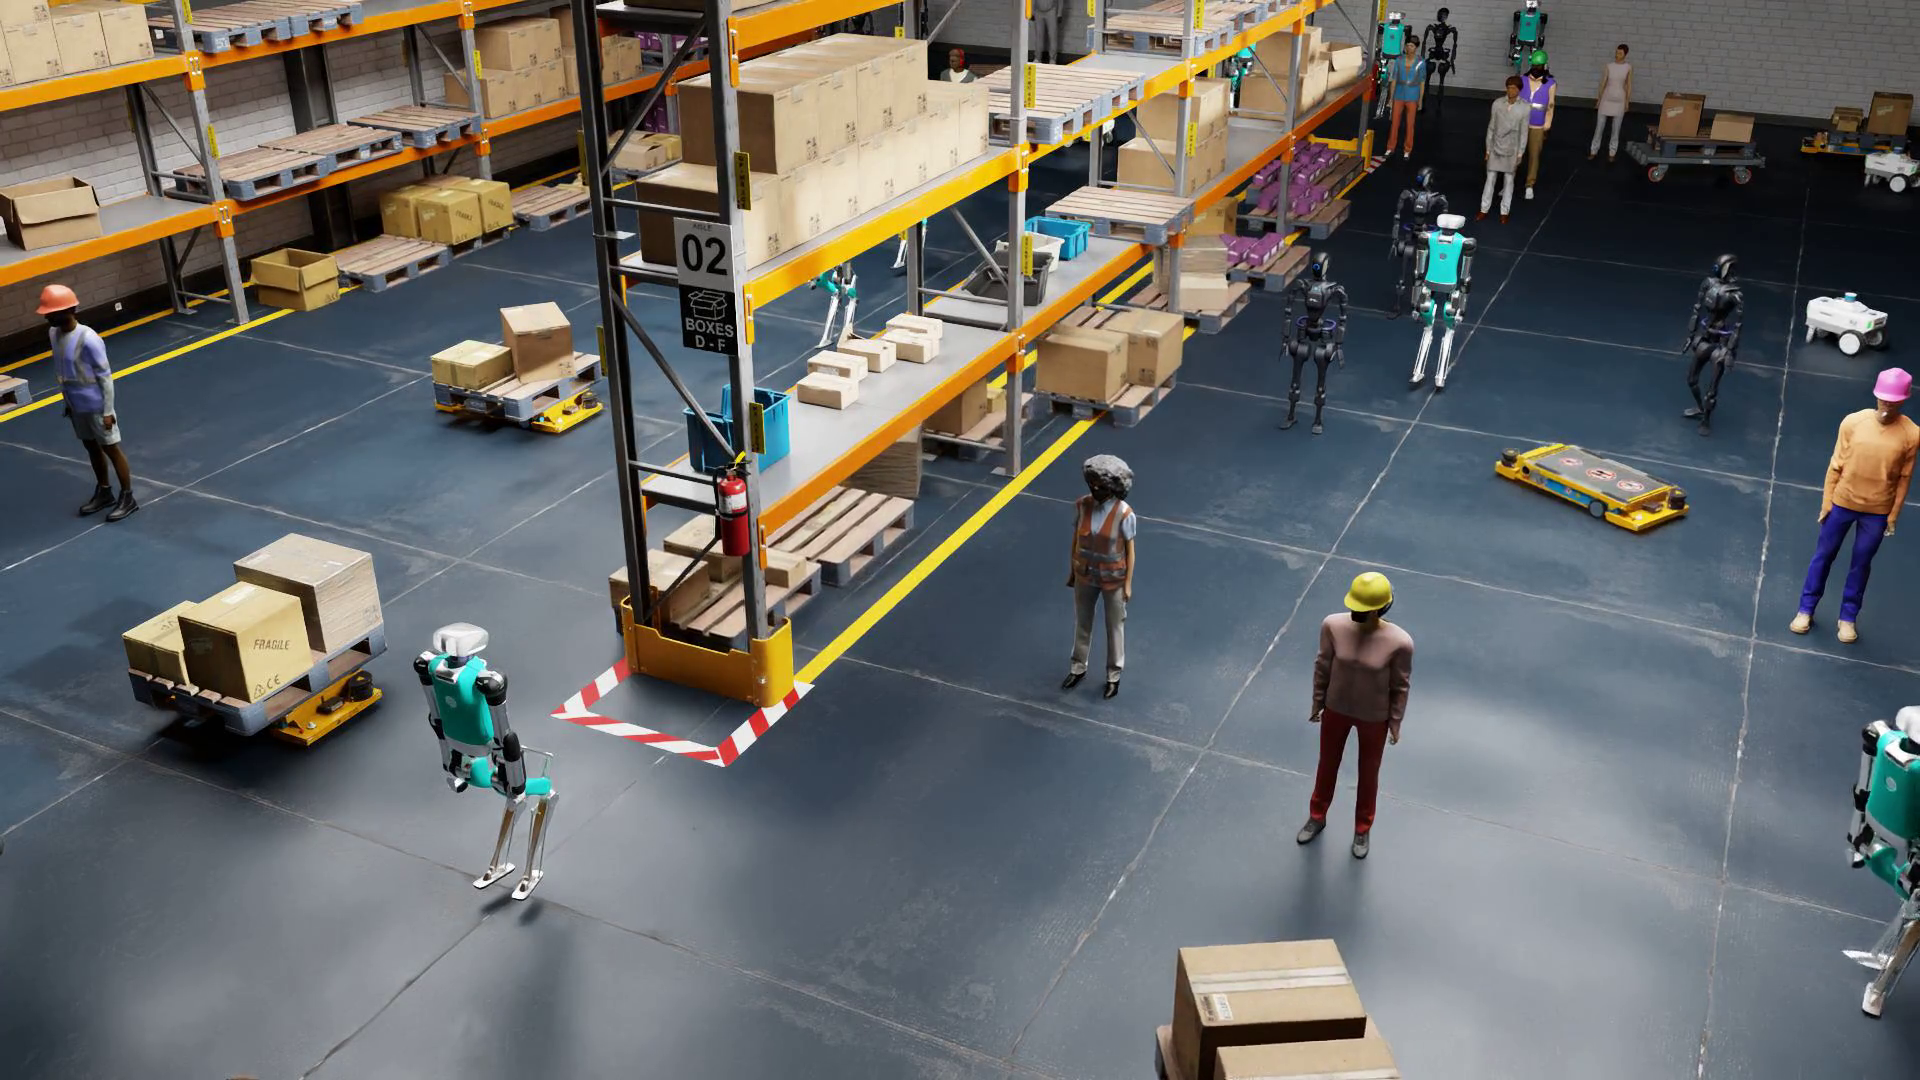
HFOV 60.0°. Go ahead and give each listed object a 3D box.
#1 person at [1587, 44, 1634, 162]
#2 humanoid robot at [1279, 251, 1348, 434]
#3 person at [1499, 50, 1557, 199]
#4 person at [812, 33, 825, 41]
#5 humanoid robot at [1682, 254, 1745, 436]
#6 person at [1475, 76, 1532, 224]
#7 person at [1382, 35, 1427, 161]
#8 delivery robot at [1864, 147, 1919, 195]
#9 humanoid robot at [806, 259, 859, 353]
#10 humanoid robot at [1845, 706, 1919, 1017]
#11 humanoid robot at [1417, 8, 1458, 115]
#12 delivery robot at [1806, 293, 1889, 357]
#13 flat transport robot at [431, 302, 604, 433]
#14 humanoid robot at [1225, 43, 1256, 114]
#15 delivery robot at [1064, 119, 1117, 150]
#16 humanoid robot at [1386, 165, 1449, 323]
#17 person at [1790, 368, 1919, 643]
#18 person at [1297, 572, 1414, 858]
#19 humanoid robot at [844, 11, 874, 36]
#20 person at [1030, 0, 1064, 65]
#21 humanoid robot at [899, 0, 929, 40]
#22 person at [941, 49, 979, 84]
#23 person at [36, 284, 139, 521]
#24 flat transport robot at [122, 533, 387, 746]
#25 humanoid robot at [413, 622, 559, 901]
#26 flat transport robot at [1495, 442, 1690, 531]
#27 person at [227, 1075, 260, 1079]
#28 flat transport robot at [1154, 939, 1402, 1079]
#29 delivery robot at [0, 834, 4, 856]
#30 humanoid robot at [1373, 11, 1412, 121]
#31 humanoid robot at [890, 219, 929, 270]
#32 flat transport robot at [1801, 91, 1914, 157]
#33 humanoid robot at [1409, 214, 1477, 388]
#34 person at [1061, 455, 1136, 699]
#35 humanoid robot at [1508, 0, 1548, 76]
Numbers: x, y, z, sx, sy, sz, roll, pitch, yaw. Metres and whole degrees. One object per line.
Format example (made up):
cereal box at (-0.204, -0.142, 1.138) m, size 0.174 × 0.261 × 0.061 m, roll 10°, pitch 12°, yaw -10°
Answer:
person at (9.383, -6.271, 23.876) m, size 0.450 × 1.657 × 0.291 m, roll 14°, pitch 29°, yaw 25°
humanoid robot at (3.131, -1.747, 14.705) m, size 0.599 × 1.657 × 0.315 m, roll 12°, pitch 29°, yaw 23°
person at (7.559, -5.509, 22.034) m, size 0.535 × 1.931 × 0.418 m, roll 14°, pitch 29°, yaw 25°
person at (-1.970, -6.256, 23.638) m, size 0.505 × 1.846 × 0.352 m, roll 14°, pitch 29°, yaw 25°
humanoid robot at (6.730, -1.754, 14.740) m, size 0.454 × 1.647 × 0.619 m, roll -9°, pitch 28°, yaw -17°
person at (6.866, -4.917, 20.952) m, size 0.505 × 1.833 × 0.369 m, roll 14°, pitch 29°, yaw 25°
person at (6.427, -6.361, 23.938) m, size 0.495 × 1.767 × 0.330 m, roll 14°, pitch 29°, yaw 25°
delivery robot at (12.726, -5.031, 22.619) m, size 0.500 × 0.595 × 0.767 m, roll -16°, pitch 31°, yaw -29°
humanoid robot at (-1.214, -2.709, 16.446) m, size 0.533 × 1.675 × 0.735 m, roll 12°, pitch 29°, yaw 23°
humanoid robot at (4.663, 1.524, 8.041) m, size 0.867 × 1.772 × 0.598 m, roll -8°, pitch 27°, yaw -15°
humanoid robot at (7.687, -7.701, 26.734) m, size 0.599 × 1.654 × 0.315 m, roll 12°, pitch 29°, yaw 23°
delivery robot at (9.025, -2.209, 16.918) m, size 0.500 × 0.595 × 0.767 m, roll -16°, pitch 31°, yaw -29°
flat transport robot at (-4.085, -1.287, 15.378) m, size 1.431 × 0.231 × 0.659 m, roll 12°, pitch 29°, yaw 23°
humanoid robot at (4.276, -7.287, 25.876) m, size 0.535 × 1.794 × 0.809 m, roll -12°, pitch 29°, yaw -23°
delivery robot at (1.927, -6.139, 24.825) m, size 0.739 × 0.566 × 0.499 m, roll 12°, pitch 29°, yaw 23°
humanoid robot at (4.814, -3.105, 17.451) m, size 0.599 × 1.654 × 0.315 m, roll 12°, pitch 29°, yaw 23°
person at (6.144, -0.240, 11.333) m, size 0.505 × 1.985 × 0.389 m, roll 14°, pitch 29°, yaw 25°
person at (2.185, 0.954, 9.168) m, size 0.524 × 1.764 × 0.326 m, roll 14°, pitch 29°, yaw 25°
humanoid robot at (-1.698, -8.439, 28.226) m, size 0.599 × 1.654 × 0.315 m, roll 12°, pitch 29°, yaw 23°
person at (1.576, -9.611, 30.347) m, size 0.642 × 1.909 × 0.404 m, roll 14°, pitch 29°, yaw 25°
humanoid robot at (-0.818, -9.312, 29.987) m, size 0.599 × 1.654 × 0.315 m, roll 12°, pitch 29°, yaw 23°
person at (-0.004, -5.744, 22.609) m, size 0.563 × 1.840 × 0.397 m, roll 14°, pitch 29°, yaw 25°
person at (-6.870, -1.075, 13.071) m, size 0.545 × 1.938 × 0.372 m, roll 14°, pitch 29°, yaw 25°
flat transport robot at (-4.555, 0.952, 10.855) m, size 1.431 × 0.231 × 0.659 m, roll 12°, pitch 29°, yaw 23°
humanoid robot at (-2.390, 1.096, 8.759) m, size 0.533 × 1.677 × 0.735 m, roll 12°, pitch 29°, yaw 23°
flat transport robot at (5.207, -0.473, 13.733) m, size 0.659 × 0.231 × 1.431 m, roll -16°, pitch 31°, yaw -29°
person at (-2.461, 2.587, 5.981) m, size 0.488 × 1.659 × 0.343 m, roll 14°, pitch 29°, yaw 25°
flat transport robot at (1.435, 2.748, 7.228) m, size 1.431 × 0.231 × 0.659 m, roll -2°, pitch 26°, yaw -4°
delivery robot at (-5.789, 1.589, 9.214) m, size 0.739 × 0.566 × 0.499 m, roll 12°, pitch 29°, yaw 23°
humanoid robot at (6.765, -7.414, 25.948) m, size 0.533 × 1.677 × 0.735 m, roll 12°, pitch 29°, yaw 23°
humanoid robot at (-0.555, -3.897, 18.847) m, size 0.533 × 1.675 × 0.735 m, roll 12°, pitch 29°, yaw 23°
flat transport robot at (13.185, -5.791, 24.475) m, size 1.431 × 0.231 × 0.659 m, roll 12°, pitch 29°, yaw 23°
humanoid robot at (4.531, -2.285, 15.587) m, size 0.533 × 1.677 × 0.735 m, roll 12°, pitch 29°, yaw 23°
person at (0.910, 0.235, 10.698) m, size 0.444 × 1.689 × 0.305 m, roll 14°, pitch 29°, yaw 25°
humanoid robot at (9.216, -7.939, 27.009) m, size 0.533 × 1.677 × 0.735 m, roll 12°, pitch 29°, yaw 23°
